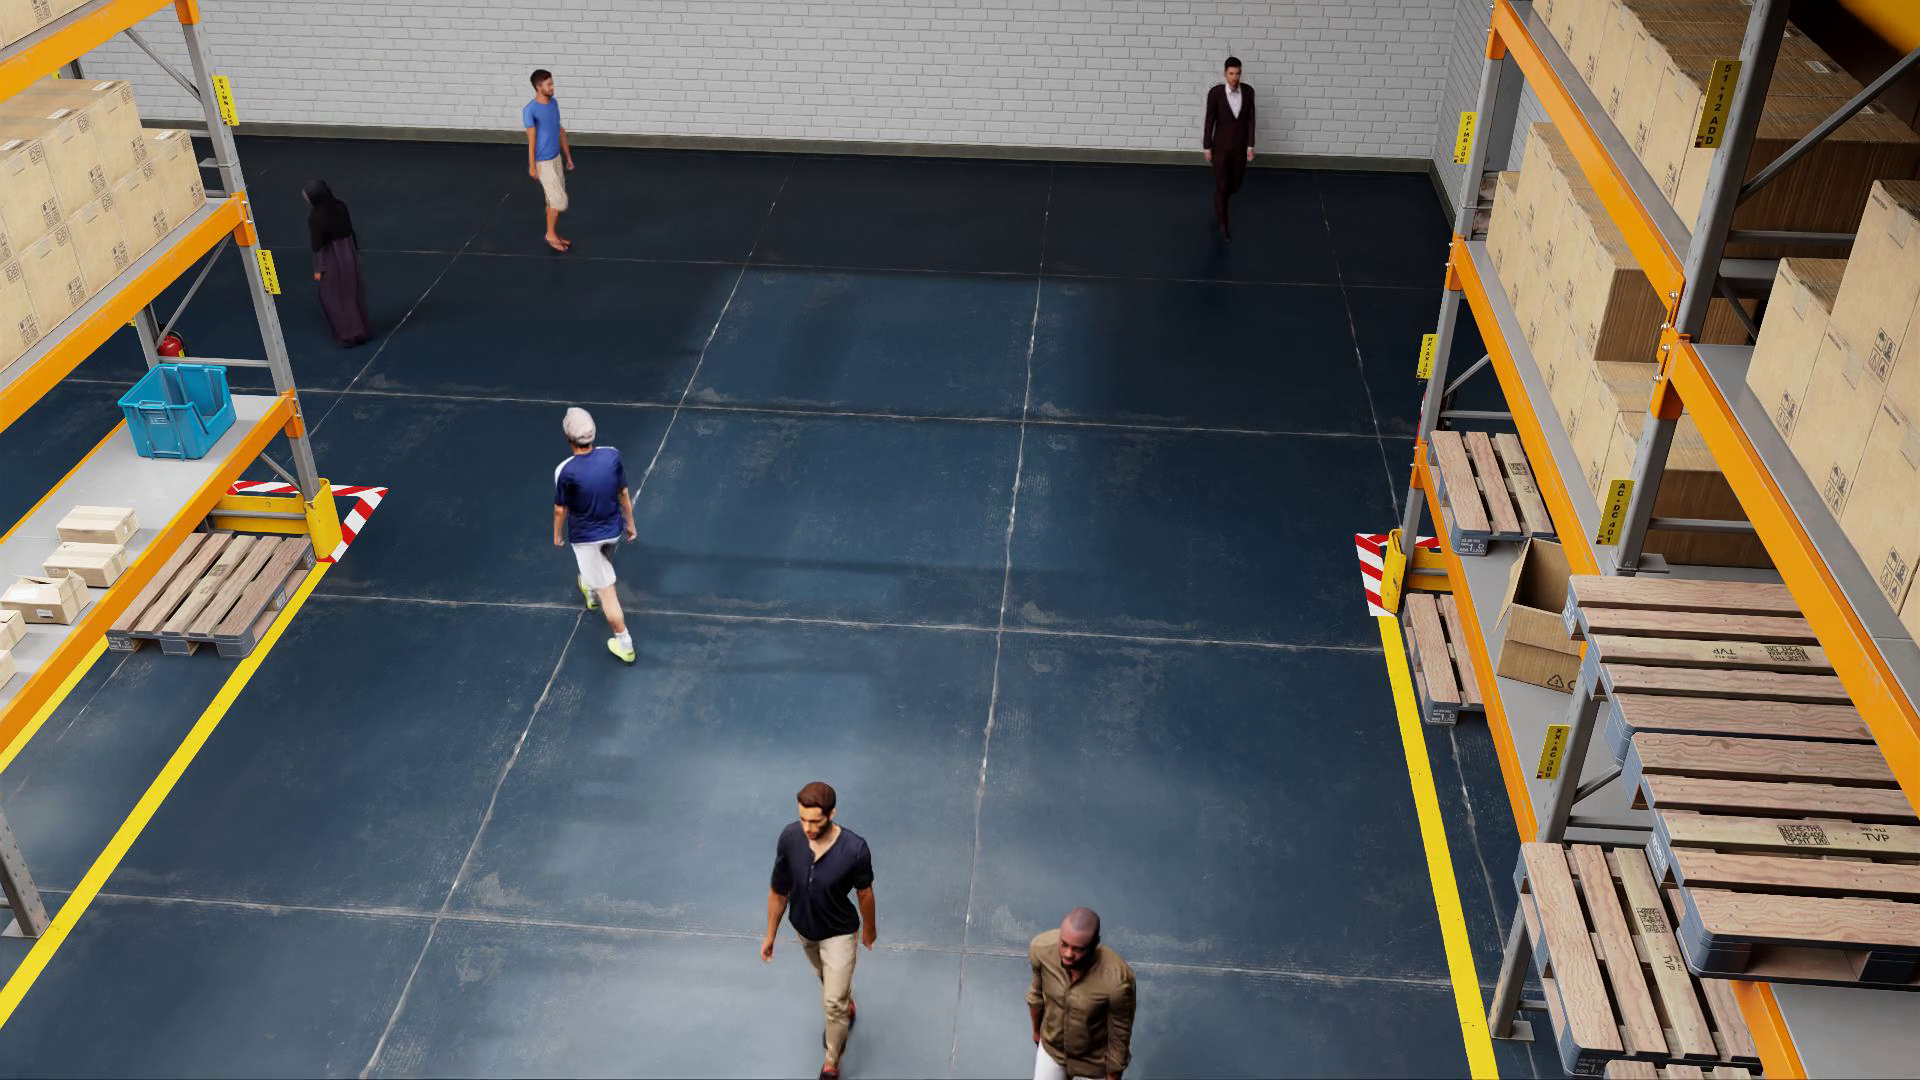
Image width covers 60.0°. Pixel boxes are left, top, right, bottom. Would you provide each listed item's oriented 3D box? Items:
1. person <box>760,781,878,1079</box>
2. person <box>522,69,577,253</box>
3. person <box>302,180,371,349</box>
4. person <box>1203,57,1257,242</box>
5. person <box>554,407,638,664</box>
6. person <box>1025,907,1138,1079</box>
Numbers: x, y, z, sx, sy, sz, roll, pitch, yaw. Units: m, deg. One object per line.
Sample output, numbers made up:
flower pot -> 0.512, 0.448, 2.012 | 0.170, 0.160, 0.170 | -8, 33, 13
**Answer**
person -> -0.632, 1.854, 8.264 | 0.814, 1.829, 1.004 | 14, 36, 19
person -> -4.253, -3.858, 16.837 | 0.811, 1.851, 0.733 | 14, 36, 19
person -> -5.653, -2.545, 15.085 | 0.719, 1.604, 0.809 | -28, 43, -35
person -> 2.771, -4.087, 17.187 | 0.875, 1.846, 1.166 | -6, 34, -8
person -> -2.365, 0.010, 11.078 | 1.152, 1.785, 1.179 | -27, 42, -34
person -> 0.591, 2.287, 7.632 | 0.925, 1.807, 1.012 | 16, 37, 22
